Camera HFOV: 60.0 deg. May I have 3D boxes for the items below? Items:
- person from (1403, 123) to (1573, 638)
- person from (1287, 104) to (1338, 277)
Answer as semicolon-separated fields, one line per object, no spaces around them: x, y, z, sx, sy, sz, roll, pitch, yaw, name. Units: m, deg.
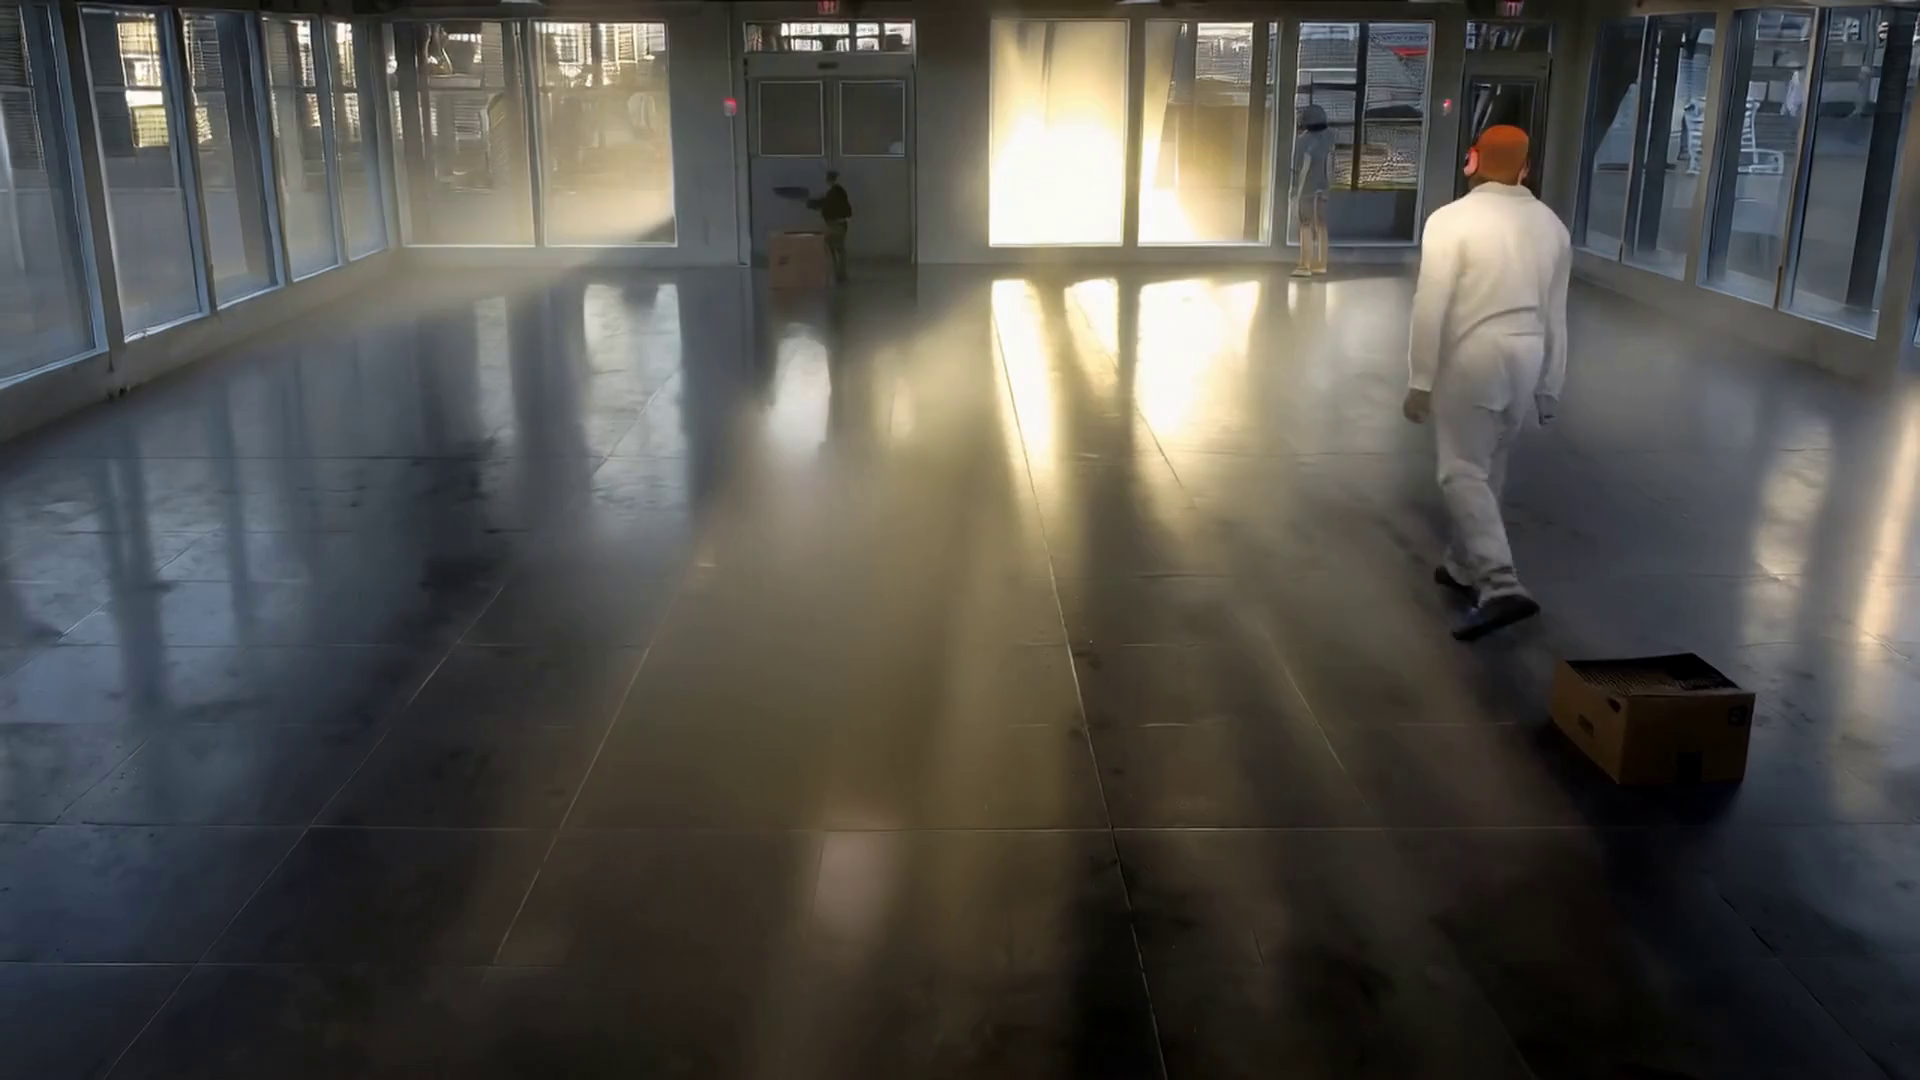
2.043;-0.603;6.256;0.686;1.867;0.795;-8;18;-26;person
3.378;-3.341;15.949;0.497;1.633;0.289;-9;19;-28;person
